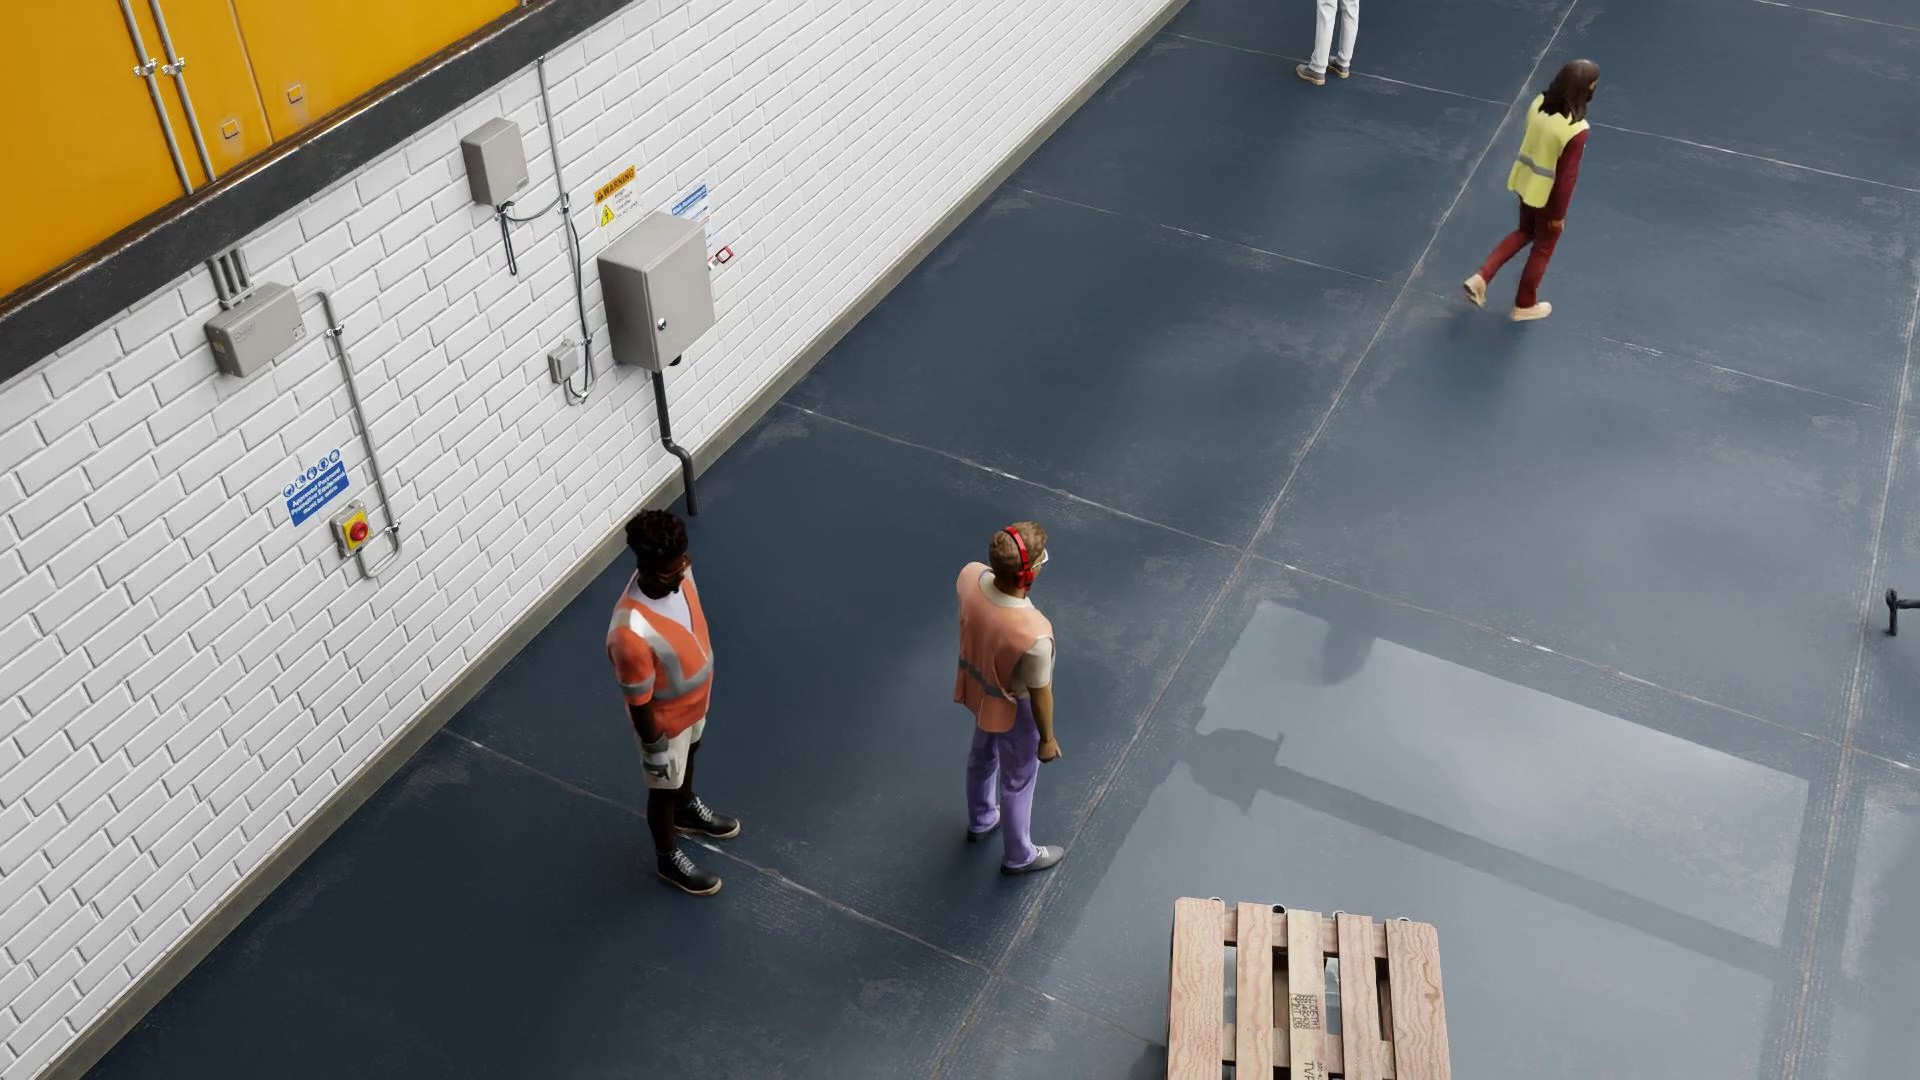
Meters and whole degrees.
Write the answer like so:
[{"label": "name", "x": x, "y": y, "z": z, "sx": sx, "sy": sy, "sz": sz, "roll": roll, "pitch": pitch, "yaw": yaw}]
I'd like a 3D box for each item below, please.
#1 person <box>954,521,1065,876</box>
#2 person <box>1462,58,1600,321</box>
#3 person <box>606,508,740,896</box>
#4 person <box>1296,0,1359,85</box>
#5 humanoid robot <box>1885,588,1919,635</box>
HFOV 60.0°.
[{"label": "person", "x": 0.190, "y": 0.674, "z": 6.850, "sx": 0.391, "sy": 1.846, "sz": 0.563, "roll": -24, "pitch": 46, "yaw": -26}, {"label": "person", "x": 3.507, "y": -2.090, "z": 10.121, "sx": 0.533, "sy": 1.755, "sz": 0.480, "roll": -13, "pitch": 43, "yaw": -15}, {"label": "person", "x": -1.170, "y": 0.651, "z": 6.786, "sx": 0.366, "sy": 1.962, "sz": 0.608, "roll": 8, "pitch": 41, "yaw": 9}, {"label": "person", "x": 2.913, "y": -4.432, "z": 12.738, "sx": 0.573, "sy": 1.887, "sz": 0.354, "roll": -18, "pitch": 44, "yaw": -19}, {"label": "humanoid robot", "x": 4.838, "y": -0.004, "z": 7.779, "sx": 0.602, "sy": 1.637, "sz": 0.688, "roll": -27, "pitch": 48, "yaw": -28}]
